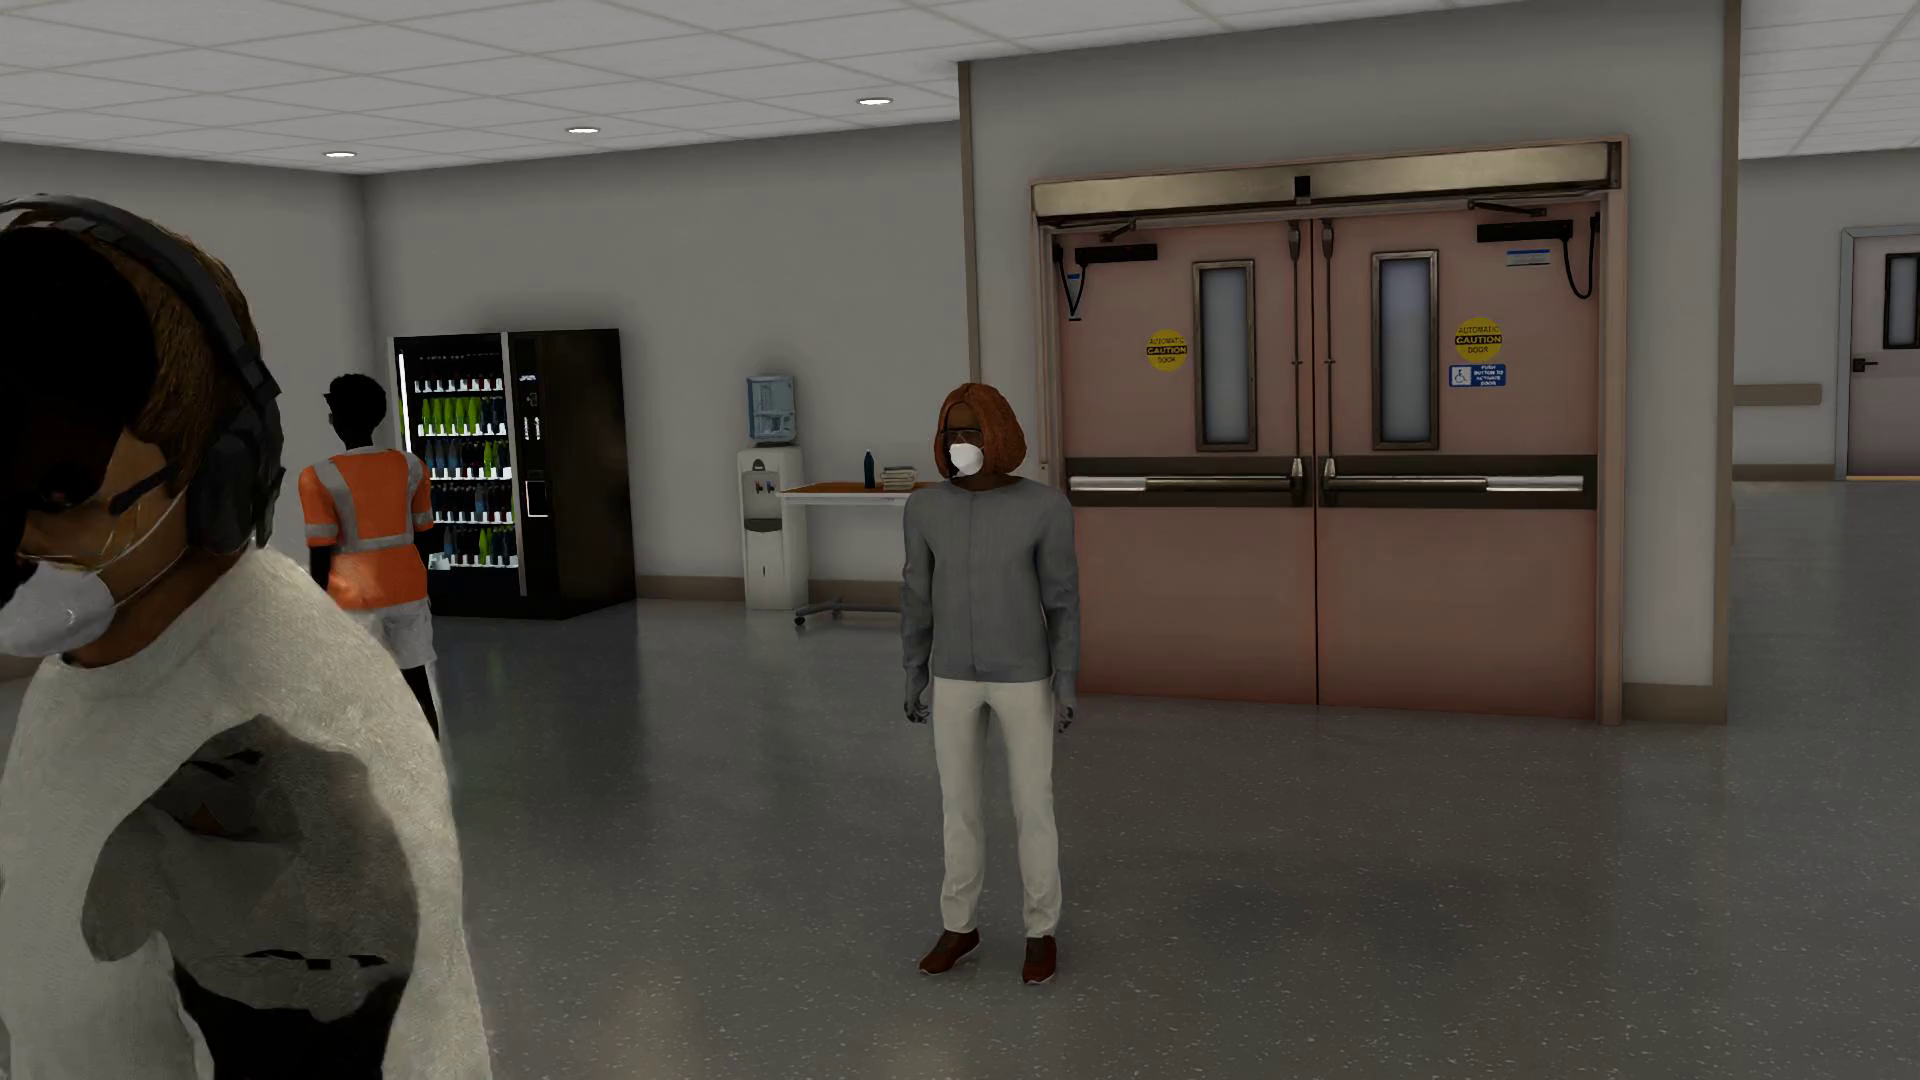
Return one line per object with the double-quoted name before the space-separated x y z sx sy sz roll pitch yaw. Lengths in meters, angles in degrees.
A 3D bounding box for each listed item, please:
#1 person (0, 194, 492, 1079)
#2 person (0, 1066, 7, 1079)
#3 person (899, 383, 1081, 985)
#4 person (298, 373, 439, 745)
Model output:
"person" -0.542 0.697 1.374 0.421 1.896 0.801 -6 8 -28
"person" -2.464 0.641 3.531 0.868 1.591 0.524 -4 8 -13
"person" 0.082 0.389 4.514 0.507 1.632 0.268 0 8 20
"person" -2.200 0.226 6.236 0.318 1.697 0.533 3 9 38
